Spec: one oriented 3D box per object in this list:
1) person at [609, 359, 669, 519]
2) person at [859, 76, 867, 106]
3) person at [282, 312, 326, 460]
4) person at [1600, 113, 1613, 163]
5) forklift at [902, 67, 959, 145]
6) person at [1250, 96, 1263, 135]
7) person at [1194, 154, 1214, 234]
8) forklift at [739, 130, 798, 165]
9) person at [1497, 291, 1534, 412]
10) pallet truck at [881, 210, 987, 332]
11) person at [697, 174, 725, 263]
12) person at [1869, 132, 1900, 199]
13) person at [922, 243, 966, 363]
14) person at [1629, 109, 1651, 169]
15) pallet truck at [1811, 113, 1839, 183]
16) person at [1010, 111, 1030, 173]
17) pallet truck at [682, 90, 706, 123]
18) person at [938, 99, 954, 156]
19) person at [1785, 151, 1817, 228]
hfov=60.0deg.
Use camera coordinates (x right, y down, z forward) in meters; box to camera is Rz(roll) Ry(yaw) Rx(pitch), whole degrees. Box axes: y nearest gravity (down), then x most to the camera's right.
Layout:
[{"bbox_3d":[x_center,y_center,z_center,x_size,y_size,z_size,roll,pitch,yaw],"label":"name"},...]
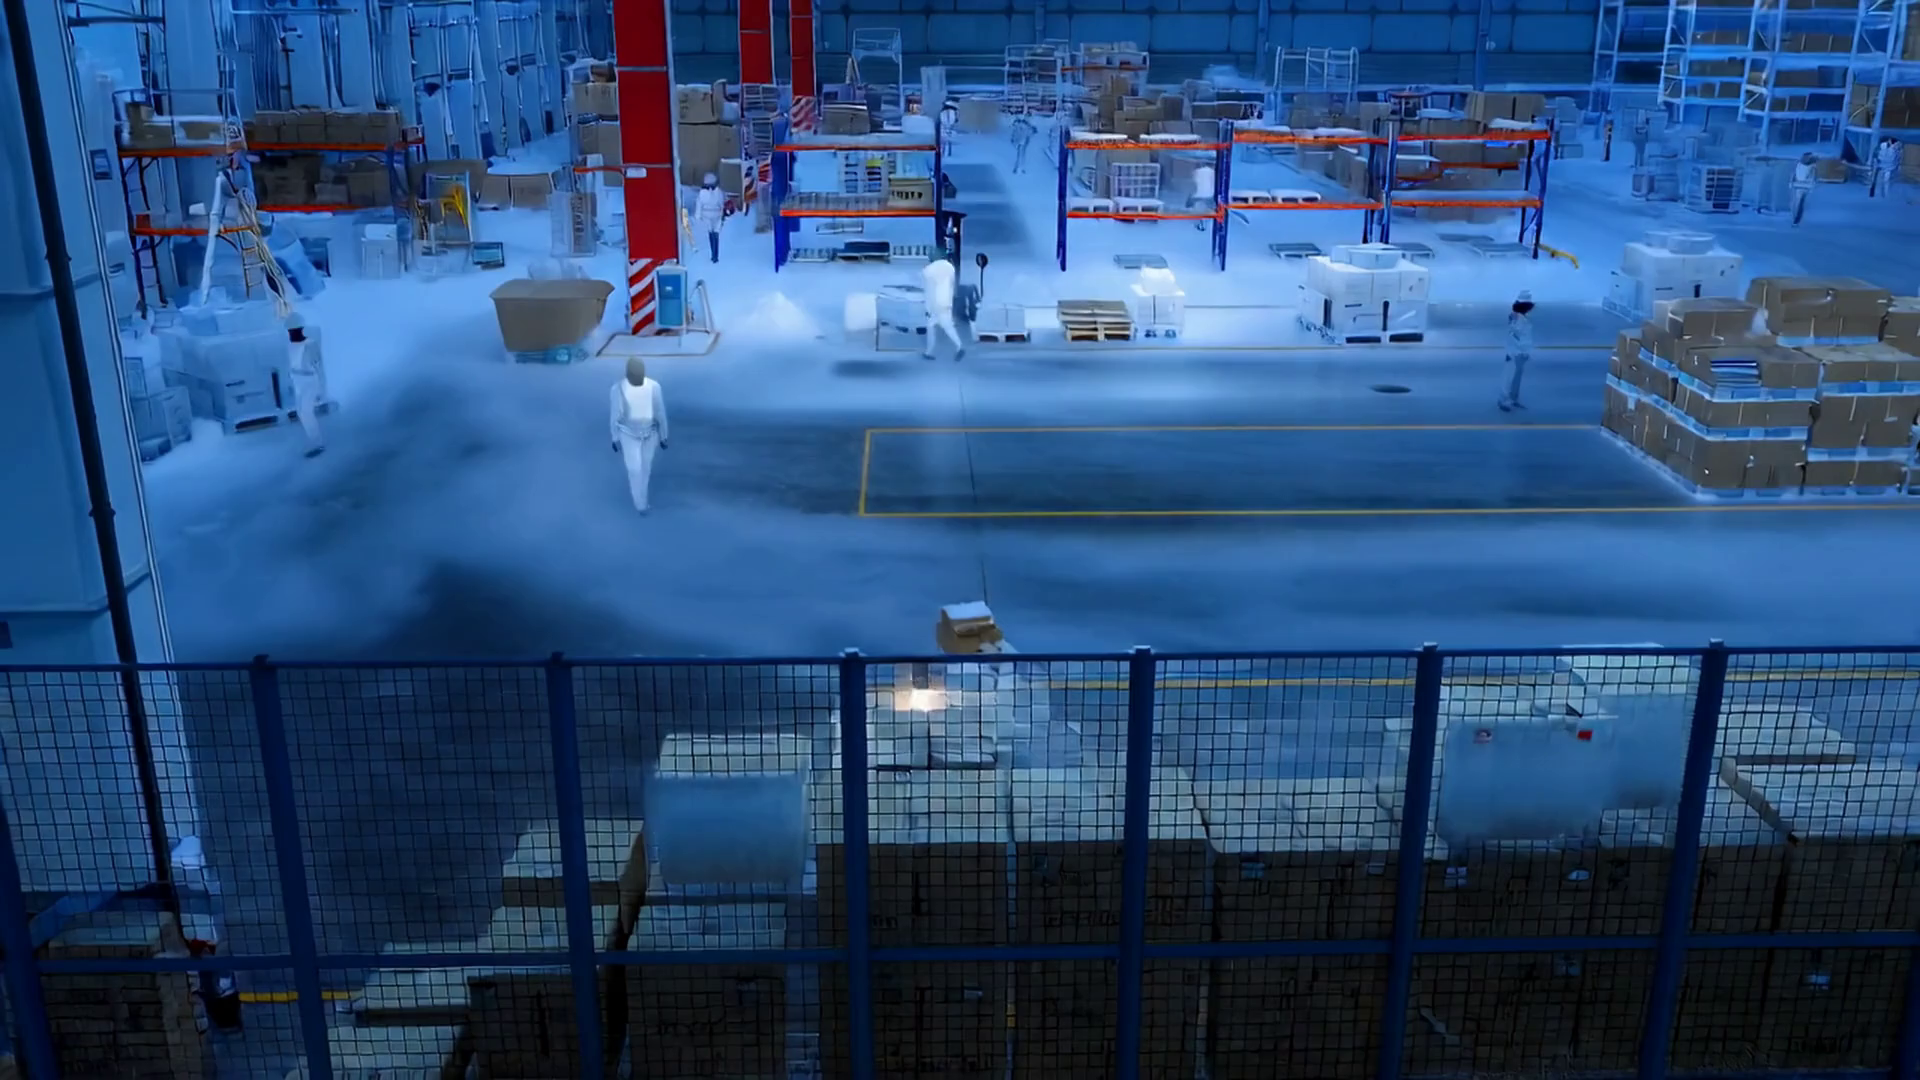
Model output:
[{"bbox_3d":[-3.616,-1.155,18.944,0.648,1.805,0.915,-10,21,-26],"label":"person"},{"bbox_3d":[-4.188,-19.088,71.971,0.370,1.931,0.626,1,19,2],"label":"person"},{"bbox_3d":[-8.385,-1.962,21.198,0.590,1.910,0.499,14,23,37],"label":"person"},{"bbox_3d":[21.759,-13.512,55.888,0.315,1.630,0.516,1,19,4],"label":"person"},{"bbox_3d":[-1.117,-15.934,61.139,1.873,2.768,1.129,-10,21,-28],"label":"forklift"},{"bbox_3d":[11.423,-16.310,64.213,0.527,1.615,0.755,9,21,25],"label":"person"},{"bbox_3d":[5.860,-8.330,40.071,0.492,1.912,0.612,-14,23,-36],"label":"person"},{"bbox_3d":[-6.389,-13.889,55.073,1.873,2.768,1.129,-1,19,-1],"label":"forklift"},{"bbox_3d":[7.919,-2.678,23.585,0.480,1.734,0.337,-11,22,-29],"label":"person"},{"bbox_3d":[-0.493,-4.759,29.349,1.885,1.965,0.823,-13,23,-34],"label":"pallet truck"},{"bbox_3d":[-5.415,-6.978,36.101,0.574,1.881,0.992,0,19,0],"label":"person"},{"bbox_3d":[25.854,-10.464,46.516,0.624,1.844,0.429,8,20,22],"label":"person"},{"bbox_3d":[-0.282,-3.768,26.545,0.640,1.920,0.831,-15,24,-38],"label":"person"},{"bbox_3d":[22.098,-13.015,53.982,0.397,1.911,0.587,-8,20,-22],"label":"person"},{"bbox_3d":[26.403,-11.957,50.702,0.823,1.965,1.885,6,19,16],"label":"pallet truck"},{"bbox_3d":[1.909,-12.612,52.742,0.628,1.936,0.375,2,19,7],"label":"person"},{"bbox_3d":[-9.671,-15.907,62.421,0.823,1.965,1.885,5,19,15],"label":"pallet truck"},{"bbox_3d":[-0.483,-14.360,57.925,0.551,1.934,0.373,-1,19,-3],"label":"person"},{"bbox_3d":[20.719,-8.633,41.038,0.602,1.865,0.615,-15,24,-38],"label":"person"}]
